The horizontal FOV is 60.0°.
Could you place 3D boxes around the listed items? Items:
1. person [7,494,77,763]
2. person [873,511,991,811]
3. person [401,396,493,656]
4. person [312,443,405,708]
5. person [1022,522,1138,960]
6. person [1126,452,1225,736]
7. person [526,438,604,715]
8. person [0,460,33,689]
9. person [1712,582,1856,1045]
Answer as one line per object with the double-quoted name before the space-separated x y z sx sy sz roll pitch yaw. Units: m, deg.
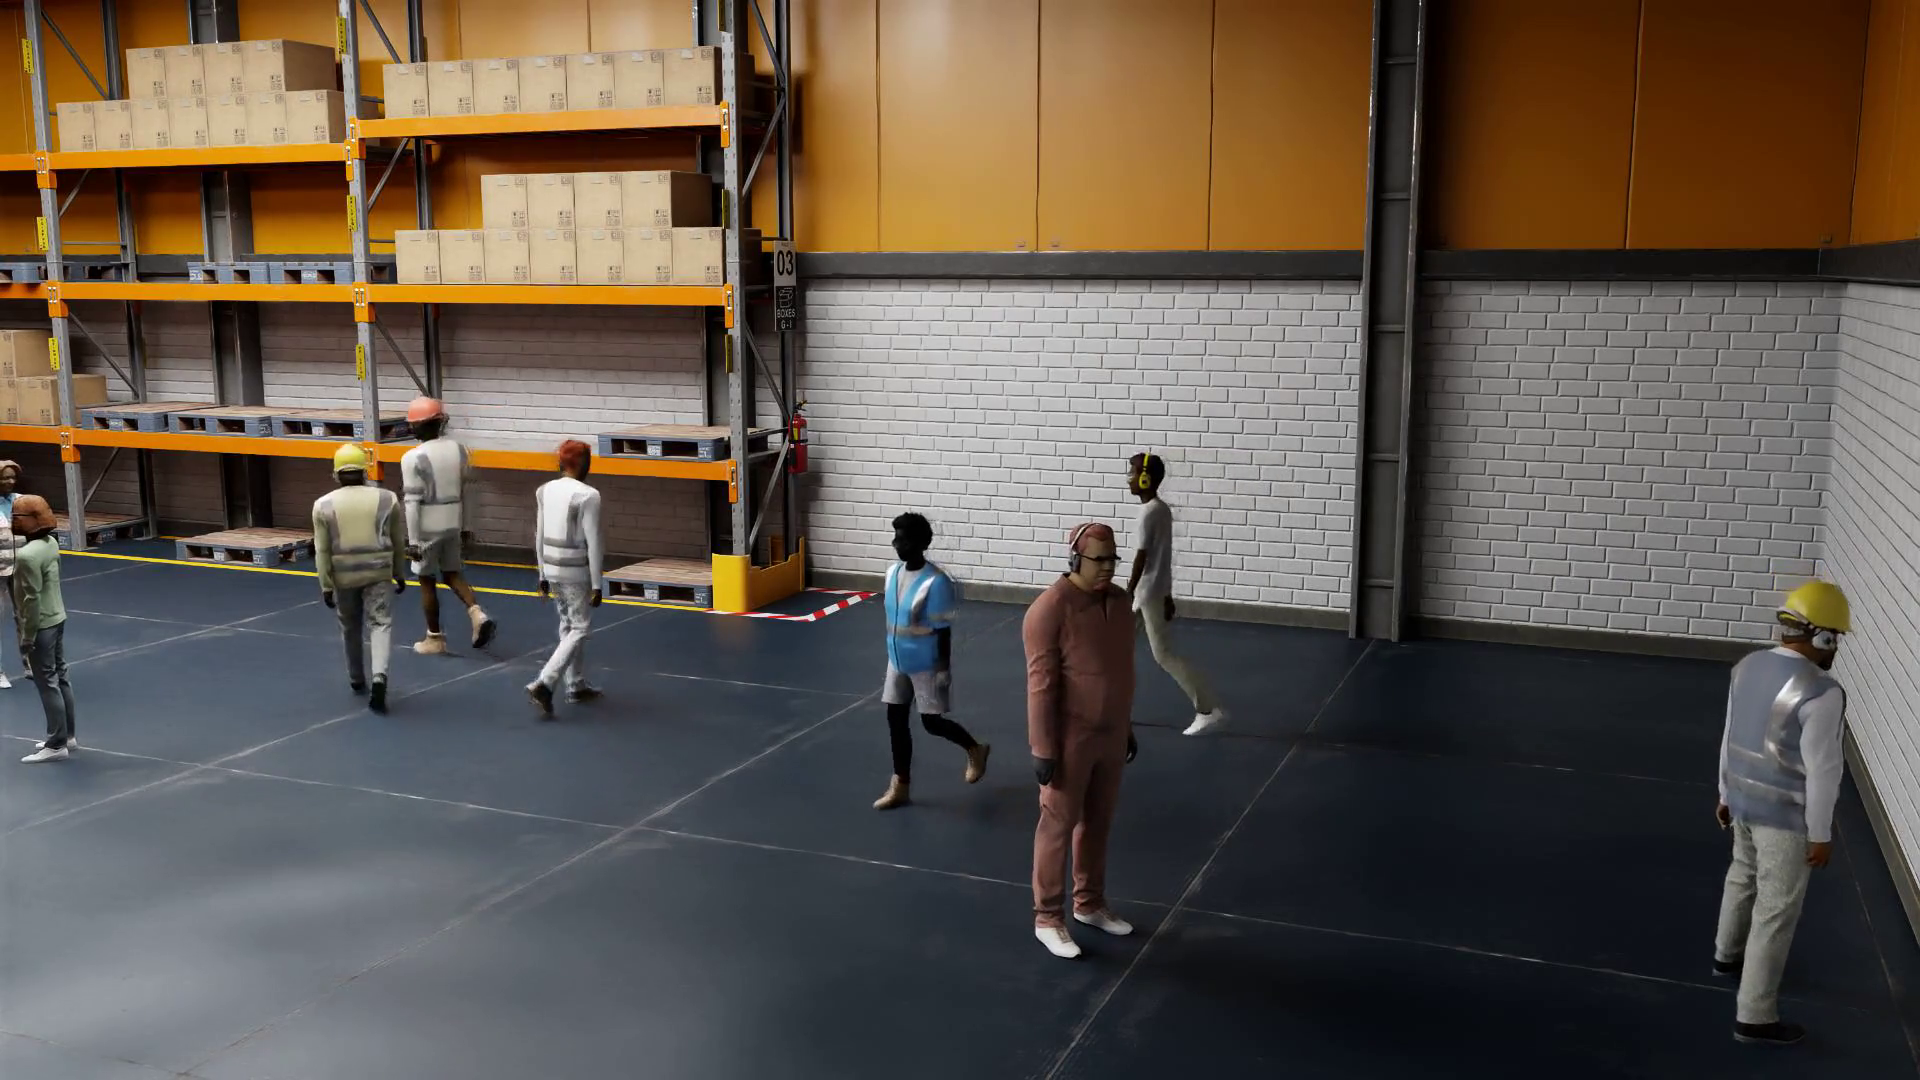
"person" -5.607 0.532 10.138 0.275 1.636 0.507 -2 10 -13
"person" -0.164 0.658 9.281 0.668 1.677 0.533 -8 12 -41
"person" -3.955 -0.090 12.711 0.627 2.027 0.617 6 11 32
"person" -4.112 0.239 11.433 0.588 1.803 0.826 -3 10 -19
"person" 0.567 0.863 7.326 0.401 1.904 0.651 9 13 44
"person" 1.254 0.350 10.683 0.959 1.830 0.521 2 10 12
"person" -2.680 0.241 11.221 0.628 1.869 0.646 6 11 34
"person" -6.824 0.240 11.923 0.315 1.637 0.518 6 11 33
"person" 3.248 1.039 6.640 0.486 1.794 0.736 -1 9 -5
